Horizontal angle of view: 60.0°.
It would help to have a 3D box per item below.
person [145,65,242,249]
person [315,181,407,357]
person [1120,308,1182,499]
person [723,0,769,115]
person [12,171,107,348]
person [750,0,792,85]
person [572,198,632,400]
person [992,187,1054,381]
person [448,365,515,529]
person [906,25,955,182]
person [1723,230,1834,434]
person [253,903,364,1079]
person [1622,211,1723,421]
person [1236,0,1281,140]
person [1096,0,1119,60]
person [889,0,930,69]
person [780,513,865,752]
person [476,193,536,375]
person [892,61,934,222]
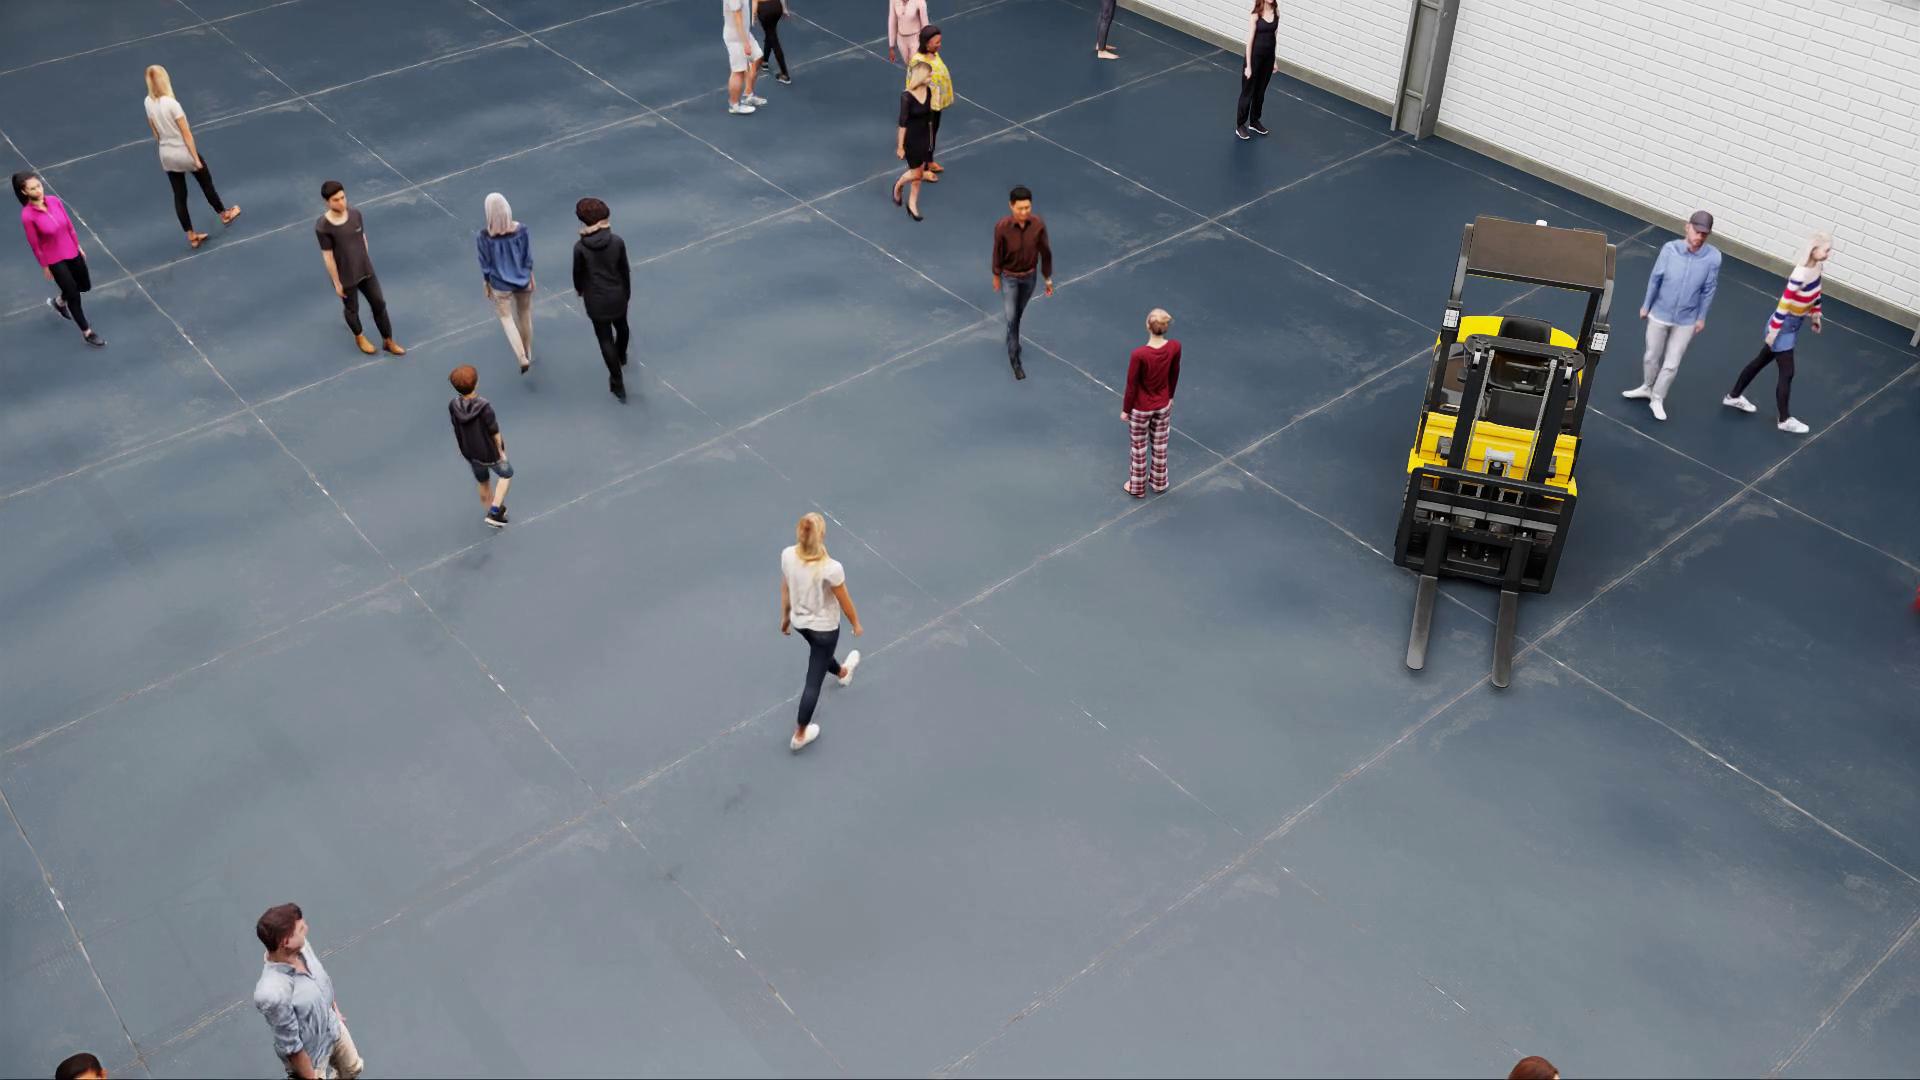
[{"bbox_3d":[-7.664,-3.691,16.223,1.020,1.804,1.041,7,39,9],"label":"person"},{"bbox_3d":[-5.422,-2.413,14.709,0.809,1.698,0.668,31,48,33],"label":"person"},{"bbox_3d":[1.489,-1.080,13.038,0.677,1.699,0.596,-16,41,-19],"label":"person"},{"bbox_3d":[-2.582,-5.670,18.672,0.900,1.841,0.821,-2,39,-2],"label":"person"},{"bbox_3d":[-8.099,-2.530,14.875,0.991,1.682,0.830,15,41,17],"label":"person"},{"bbox_3d":[-2.163,-6.109,19.410,0.970,1.605,0.683,31,48,32],"label":"person"},{"bbox_3d":[-3.009,-2.022,14.196,0.775,1.725,1.120,-16,41,-19],"label":"person"},{"bbox_3d":[0.487,-2.339,14.590,0.938,1.729,1.184,-11,40,-13],"label":"person"},{"bbox_3d":[-3.679,-0.665,12.725,0.685,1.442,0.746,9,39,11],"label":"person"},{"bbox_3d":[-0.347,-4.599,17.483,0.915,1.651,0.866,12,40,15],"label":"person"},{"bbox_3d":[6.804,-1.804,13.883,1.015,1.776,0.749,28,46,31],"label":"person"},{"bbox_3d":[-3.301,2.566,8.366,0.905,1.832,0.836,9,39,11],"label":"person"},{"bbox_3d":[5.980,-1.905,13.929,0.755,1.876,0.858,21,43,24],"label":"person"},{"bbox_3d":[3.284,-5.299,18.282,0.618,1.748,0.570,-20,43,-23],"label":"person"},{"bbox_3d":[1.807,-6.734,20.061,0.742,1.770,0.666,1,39,1],"label":"person"},{"bbox_3d":[-0.509,-5.535,18.634,1.060,1.677,0.912,17,42,20],"label":"person"},{"bbox_3d":[-0.988,0.632,10.841,1.172,1.766,0.960,20,43,23],"label":"person"},{"bbox_3d":[-3.885,-2.182,14.434,0.755,1.690,0.940,-16,41,-20],"label":"person"},{"bbox_3d":[-0.500,-4.029,16.768,0.643,1.653,0.709,-31,48,-33],"label":"person"}]
